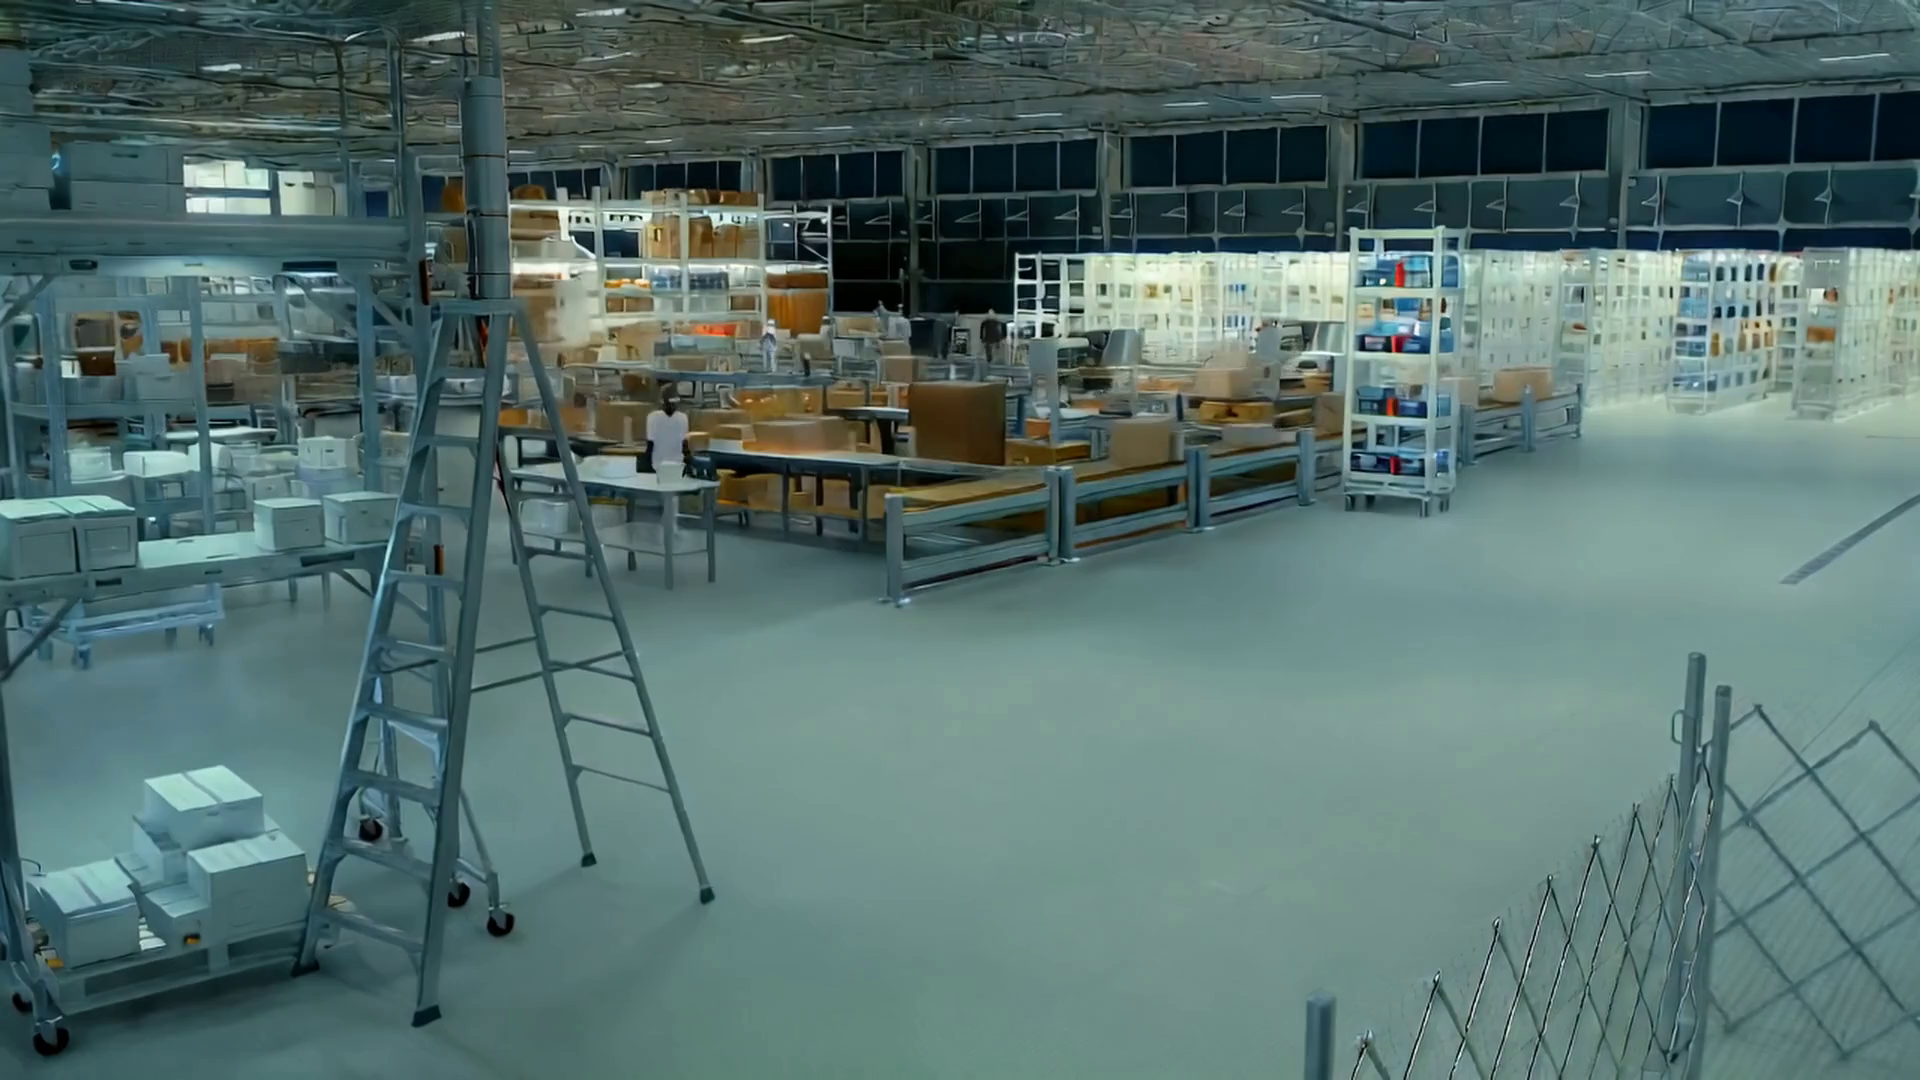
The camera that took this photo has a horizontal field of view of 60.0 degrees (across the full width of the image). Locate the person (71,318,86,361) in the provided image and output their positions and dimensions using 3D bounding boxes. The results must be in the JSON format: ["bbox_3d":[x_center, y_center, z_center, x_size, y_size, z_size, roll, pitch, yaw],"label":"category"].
[{"bbox_3d":[-26.230,-5.778,49.675,0.869,1.735,0.544,-8,12,-40],"label":"person"}]

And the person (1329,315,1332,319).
[{"bbox_3d":[11.872,-6.375,53.113,0.403,1.822,0.588,3,10,17],"label":"person"}]

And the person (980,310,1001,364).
[{"bbox_3d":[0.972,-6.357,52.872,0.657,1.863,0.932,0,9,3],"label":"person"}]

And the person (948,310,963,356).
[{"bbox_3d":[-0.116,-7.598,61.079,0.507,1.713,0.553,-1,9,-8],"label":"person"}]

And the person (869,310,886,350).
[{"bbox_3d":[-2.720,-6.642,54.812,0.611,1.843,0.449,-6,11,-34],"label":"person"}]

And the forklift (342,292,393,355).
[{"bbox_3d":[-16.485,-5.622,45.120,1.129,2.768,1.873,7,11,37],"label":"forklift"}]

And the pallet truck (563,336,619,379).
[{"bbox_3d":[-10.690,-5.294,48.215,1.601,1.201,0.680,-5,10,-26],"label":"pallet truck"}]

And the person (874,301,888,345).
[{"bbox_3d":[-3.356,-9.276,71.057,0.554,1.886,0.934,-5,10,-27],"label":"person"}]

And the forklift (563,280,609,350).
[{"bbox_3d":[-12.393,-7.016,53.821,1.129,2.768,1.873,7,11,37],"label":"forklift"}]

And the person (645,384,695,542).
[{"bbox_3d":[-3.102,-0.741,17.844,0.561,1.855,0.400,-7,12,-38],"label":"person"}]

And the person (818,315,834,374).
[{"bbox_3d":[-3.819,-5.545,47.898,0.404,1.833,0.590,-9,13,-43],"label":"person"}]

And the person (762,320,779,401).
[{"bbox_3d":[-4.469,-4.228,39.319,0.404,1.945,0.615,2,9,10],"label":"person"}]

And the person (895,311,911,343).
[{"bbox_3d":[-1.971,-7.164,58.331,0.566,1.726,0.723,-6,11,-33],"label":"person"}]

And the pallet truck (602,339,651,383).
[{"bbox_3d":[-8.991,-4.871,45.351,0.653,1.274,1.630,7,11,37],"label":"pallet truck"}]
